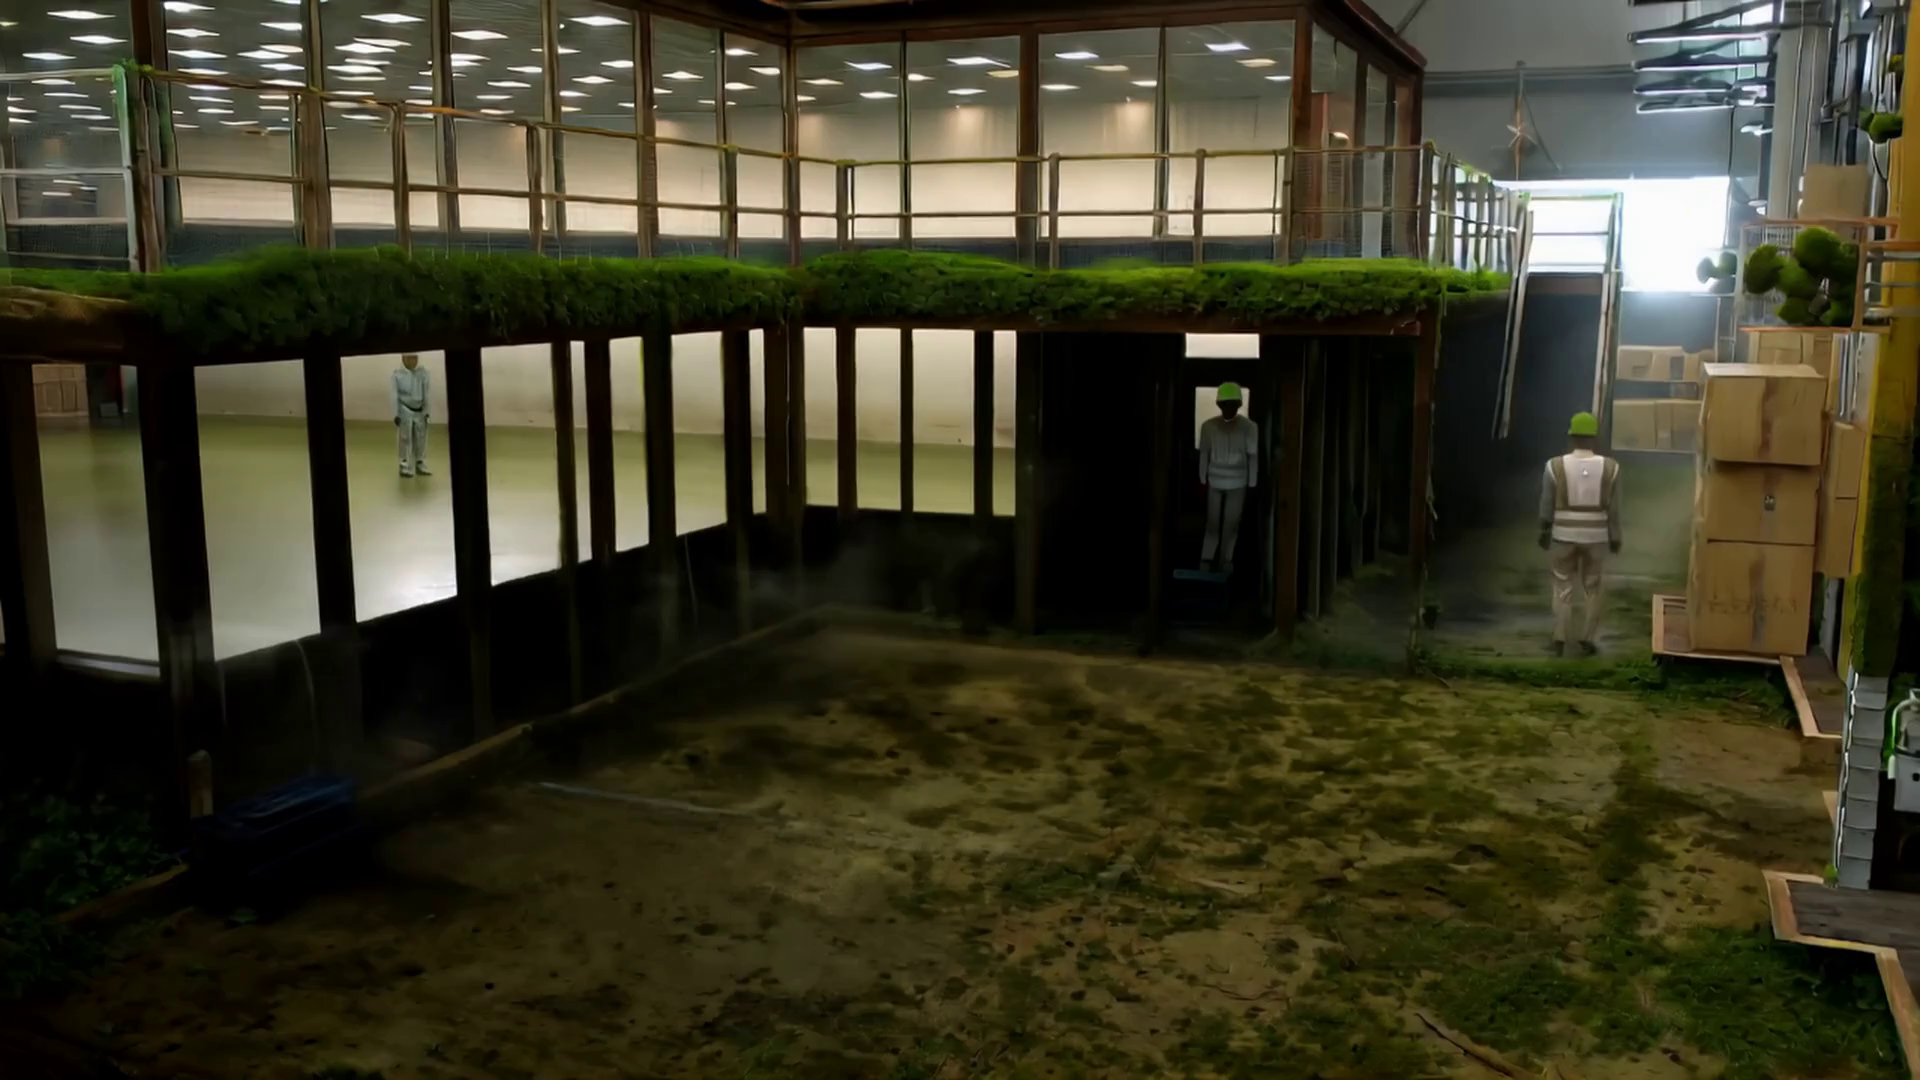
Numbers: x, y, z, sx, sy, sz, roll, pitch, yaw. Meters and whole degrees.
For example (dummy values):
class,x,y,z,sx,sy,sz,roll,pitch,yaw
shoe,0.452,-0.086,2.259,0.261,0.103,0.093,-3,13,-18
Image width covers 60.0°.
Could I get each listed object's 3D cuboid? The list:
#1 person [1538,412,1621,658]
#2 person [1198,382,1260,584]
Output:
class,x,y,z,sx,sy,sz,roll,pitch,yaw
person,4.894,-0.037,13.171,0.615,1.943,0.409,1,9,8
person,2.622,-0.559,16.282,0.618,1.985,0.407,7,11,36
